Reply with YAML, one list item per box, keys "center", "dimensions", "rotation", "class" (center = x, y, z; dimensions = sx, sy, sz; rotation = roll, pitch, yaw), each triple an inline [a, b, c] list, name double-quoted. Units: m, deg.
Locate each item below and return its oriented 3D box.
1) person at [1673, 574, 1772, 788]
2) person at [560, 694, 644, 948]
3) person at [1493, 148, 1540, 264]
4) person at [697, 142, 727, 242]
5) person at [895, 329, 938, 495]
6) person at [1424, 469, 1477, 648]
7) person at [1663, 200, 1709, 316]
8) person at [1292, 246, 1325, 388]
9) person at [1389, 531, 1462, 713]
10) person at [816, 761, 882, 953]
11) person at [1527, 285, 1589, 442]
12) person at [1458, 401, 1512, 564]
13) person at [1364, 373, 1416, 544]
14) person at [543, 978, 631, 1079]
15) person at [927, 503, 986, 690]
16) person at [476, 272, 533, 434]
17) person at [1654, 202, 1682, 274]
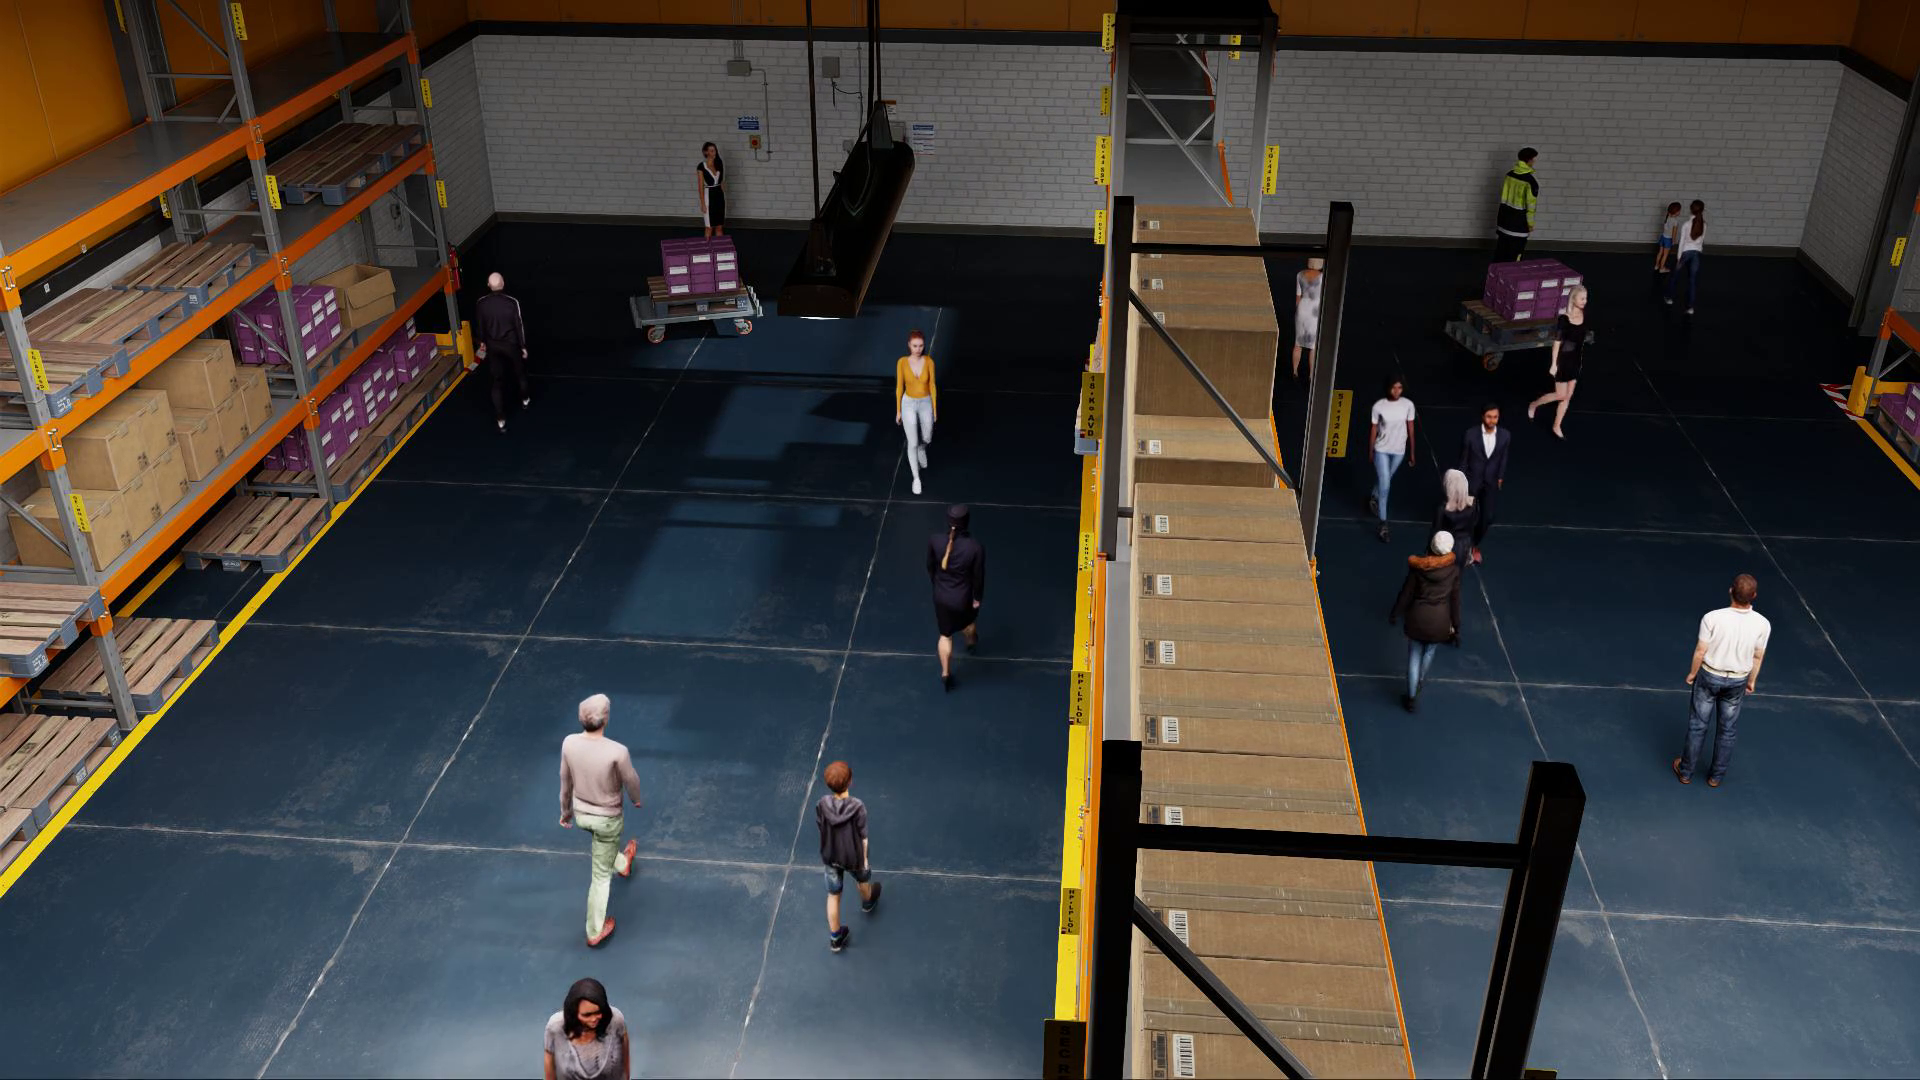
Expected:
- center: [5.948, 1.098, 12.983]
  dimensions: [0.695, 1.856, 0.609]
  rotation: [6, 29, 11]
  class: "person"
- center: [-2.512, 1.973, 11.406]
  dimensions: [0.894, 1.829, 1.279]
  rotation: [9, 30, 16]
  class: "person"
- center: [7.697, -4.459, 23.041]
  dimensions: [0.929, 1.979, 0.801]
  rotation: [-13, 31, -23]
  class: "person"
- center: [-3.551, -4.820, 23.896]
  dimensions: [0.631, 1.793, 0.706]
  rotation: [-25, 37, -37]
  class: "person"
- center: [-0.464, -1.416, 17.716]
  dimensions: [0.760, 1.736, 1.059]
  rotation: [-4, 29, -7]
  class: "person"
- center: [4.392, 0.209, 14.744]
  dimensions: [0.785, 1.728, 0.858]
  rotation: [-11, 31, -20]
  class: "person"
- center: [9.763, -3.740, 22.201]
  dimensions: [0.514, 1.521, 1.086]
  rotation: [3, 29, 6]
  class: "person"
- center: [4.215, -2.693, 20.041]
  dimensions: [0.636, 1.752, 0.642]
  rotation: [17, 33, 28]
  class: "person"
- center: [3.940, 0.713, 13.944]
  dimensions: [0.735, 1.610, 0.700]
  rotation: [1, 29, 2]
  class: "person"
- center: [-0.821, 2.198, 11.418]
  dimensions: [0.621, 1.422, 0.909]
  rotation: [7, 29, 13]
  class: "person"
- center: [6.747, -2.008, 18.715]
  dimensions: [0.830, 1.818, 0.908]
  rotation: [-19, 34, -30]
  class: "person"
- center: [5.052, -0.599, 16.244]
  dimensions: [0.649, 1.711, 0.607]
  rotation: [1, 29, 2]
  class: "person"
- center: [4.319, -0.907, 16.838]
  dimensions: [0.784, 1.683, 1.174]
  rotation: [-4, 29, -7]
  class: "person"
- center: [-2.143, 3.091, 9.636]
  dimensions: [0.751, 1.562, 1.124]
  rotation: [-2, 29, -4]
  class: "person"
- center: [-0.076, 0.526, 14.260]
  dimensions: [0.765, 1.635, 1.062]
  rotation: [6, 29, 10]
  class: "person"
- center: [-5.210, -2.097, 18.918]
  dimensions: [0.860, 1.781, 1.262]
  rotation: [-3, 29, -5]
  class: "person"
- center: [10.150, -4.350, 23.844]
  dimensions: [0.509, 1.019, 0.399]
  rotation: [-4, 29, -7]
  class: "person"
